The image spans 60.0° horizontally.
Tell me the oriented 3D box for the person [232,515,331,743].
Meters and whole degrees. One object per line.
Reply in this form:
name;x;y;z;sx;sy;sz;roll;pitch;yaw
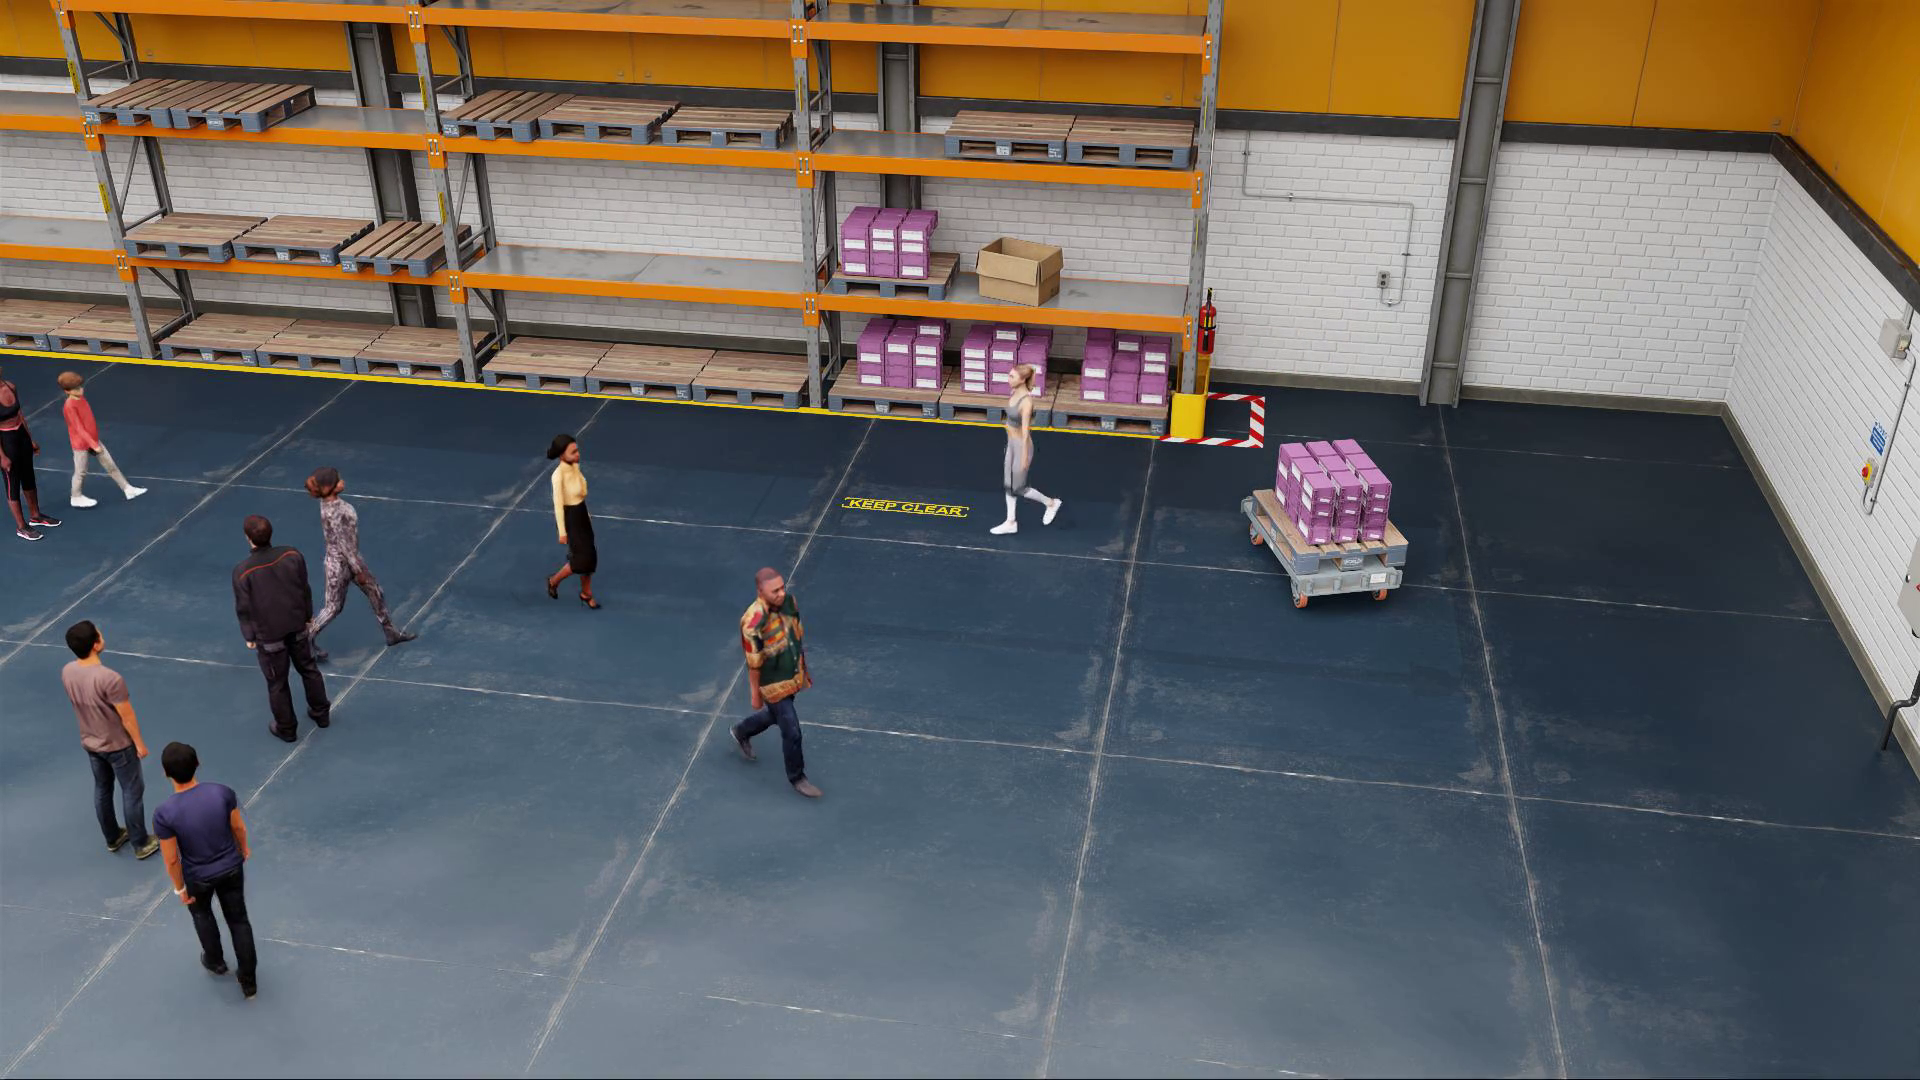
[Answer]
person;-5.053;0.647;12.368;0.787;1.840;0.790;25;37;37

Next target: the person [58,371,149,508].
person;-8.339;-0.914;15.718;0.953;1.372;0.598;0;29;0

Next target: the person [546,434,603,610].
person;-3.305;-0.132;13.999;0.720;1.645;0.574;6;29;10

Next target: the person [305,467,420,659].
person;-5.026;0.229;13.311;1.242;1.670;0.929;-7;29;-13

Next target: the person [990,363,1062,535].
person;0.617;-0.826;15.227;0.984;1.688;0.812;-8;30;-15

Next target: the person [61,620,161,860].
person;-5.724;1.346;11.156;0.543;1.773;0.717;10;30;17

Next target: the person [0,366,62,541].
person;-8.703;-0.877;15.247;0.519;1.757;0.576;5;29;10

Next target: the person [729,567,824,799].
person;-1.362;0.964;11.852;1.216;1.778;0.921;15;32;26

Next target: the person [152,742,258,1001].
person;-4.432;2.015;9.928;0.874;1.774;0.935;-19;34;-30
